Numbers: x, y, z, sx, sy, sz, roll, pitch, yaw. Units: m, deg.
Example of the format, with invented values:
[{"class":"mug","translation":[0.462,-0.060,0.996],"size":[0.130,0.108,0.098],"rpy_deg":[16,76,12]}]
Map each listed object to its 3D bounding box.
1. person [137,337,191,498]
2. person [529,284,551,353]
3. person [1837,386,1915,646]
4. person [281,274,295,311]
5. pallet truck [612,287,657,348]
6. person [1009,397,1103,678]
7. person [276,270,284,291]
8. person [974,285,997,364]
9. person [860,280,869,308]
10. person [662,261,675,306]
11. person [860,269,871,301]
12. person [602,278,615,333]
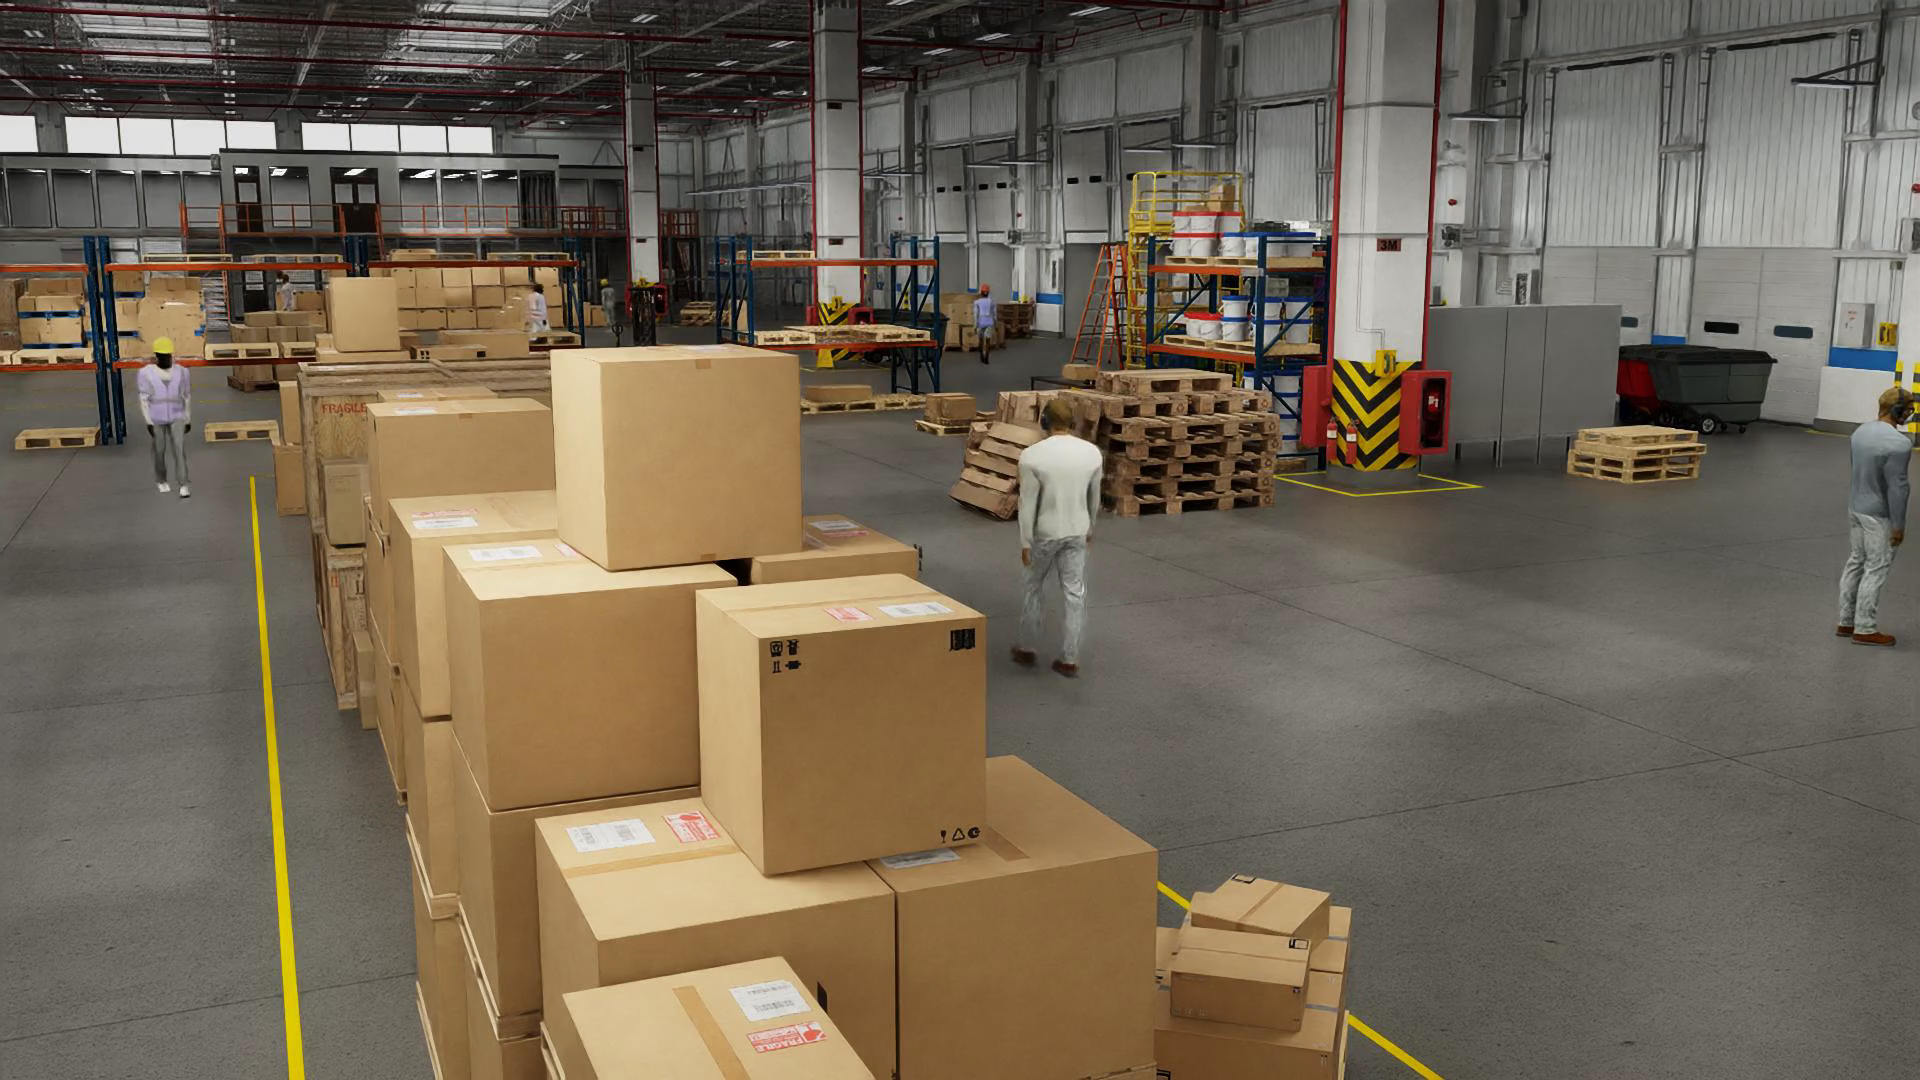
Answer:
[{"class":"person","translation":[-9.265,-1.440,19.427],"size":[0.576,1.875,1.014],"rpy_deg":[-7,12,-34]},{"class":"person","translation":[-10.896,-5.783,43.471],"size":[0.662,1.819,0.725],"rpy_deg":[9,13,40]},{"class":"person","translation":[6.772,-0.171,12.271],"size":[0.386,1.927,0.641],"rpy_deg":[0,10,-1]},{"class":"person","translation":[-20.161,-7.004,49.883],"size":[0.372,1.940,0.627],"rpy_deg":[-2,10,-10]},{"class":"pallet truck","translation":[-6.464,-4.406,35.401],"size":[0.823,1.965,1.885],"rpy_deg":[6,12,32]},{"class":"person","translation":[0.647,-0.037,11.552],"size":[0.646,1.910,0.798],"rpy_deg":[-3,11,-17]},{"class":"person","translation":[-23.890,-8.532,58.460],"size":[0.360,1.883,0.575],"rpy_deg":[-2,10,-12]},{"class":"person","translation":[0.609,-5.190,40.015],"size":[0.557,1.903,0.956],"rpy_deg":[1,10,3]},{"class":"person","translation":[-3.061,-6.952,49.912],"size":[0.663,1.820,0.680],"rpy_deg":[-1,10,-7]},{"class":"person","translation":[-12.999,-11.424,74.124],"size":[0.612,1.986,0.407],"rpy_deg":[-1,10,-3]},{"class":"person","translation":[-3.443,-8.739,59.503],"size":[0.585,1.920,0.382],"rpy_deg":[-9,14,-42]},{"class":"person","translation":[-11.264,-7.489,53.097],"size":[0.319,1.742,0.492],"rpy_deg":[6,12,31]}]
